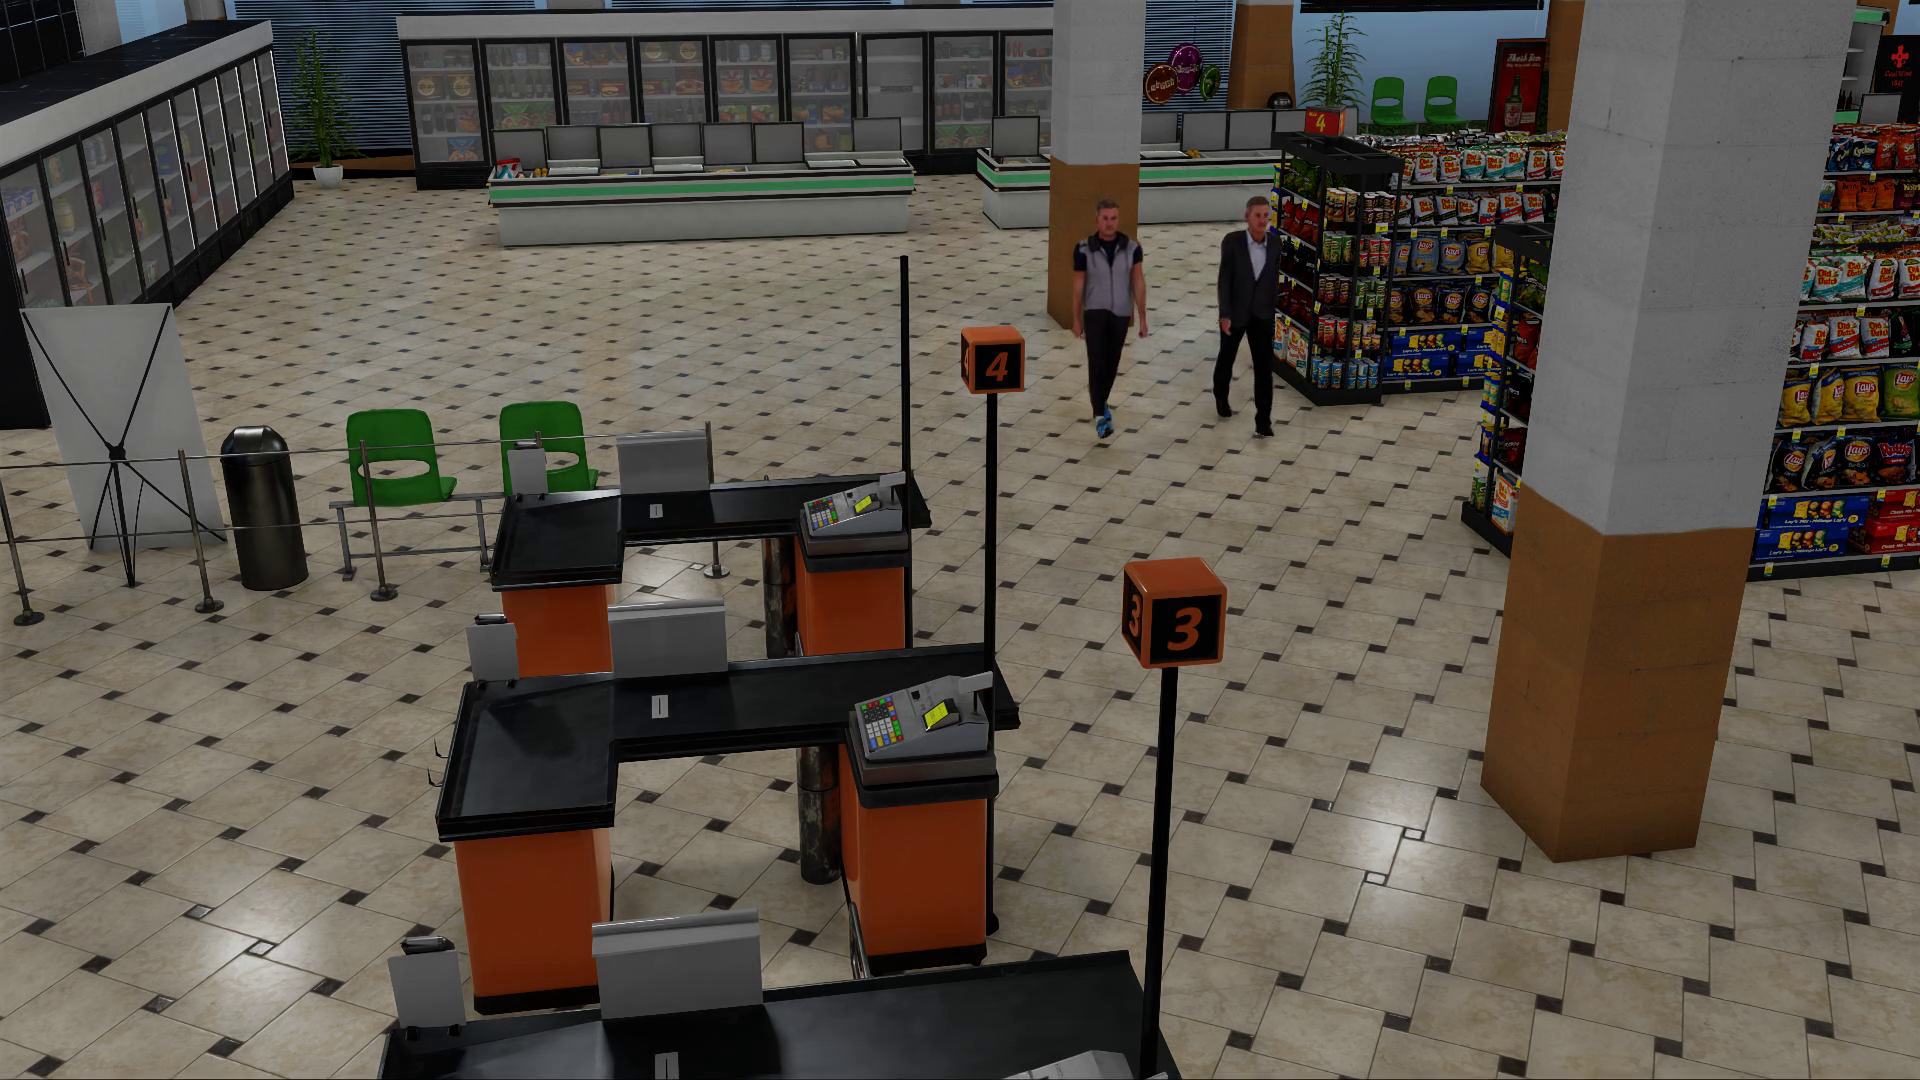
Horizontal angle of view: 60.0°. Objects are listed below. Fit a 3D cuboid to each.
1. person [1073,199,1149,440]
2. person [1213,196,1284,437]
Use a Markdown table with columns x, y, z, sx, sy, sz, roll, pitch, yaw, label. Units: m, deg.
| x | y | z | sx | sy | sz | roll | pitch | yaw | label |
| --- | --- | --- | --- | --- | --- | --- | --- | --- | --- |
| 1.116 | -1.715 | 12.820 | 1.087 | 1.776 | 0.760 | -4 | 22 | -11 | person |
| 2.187 | -1.750 | 12.888 | 1.139 | 1.792 | 0.756 | -3 | 22 | -9 | person |
